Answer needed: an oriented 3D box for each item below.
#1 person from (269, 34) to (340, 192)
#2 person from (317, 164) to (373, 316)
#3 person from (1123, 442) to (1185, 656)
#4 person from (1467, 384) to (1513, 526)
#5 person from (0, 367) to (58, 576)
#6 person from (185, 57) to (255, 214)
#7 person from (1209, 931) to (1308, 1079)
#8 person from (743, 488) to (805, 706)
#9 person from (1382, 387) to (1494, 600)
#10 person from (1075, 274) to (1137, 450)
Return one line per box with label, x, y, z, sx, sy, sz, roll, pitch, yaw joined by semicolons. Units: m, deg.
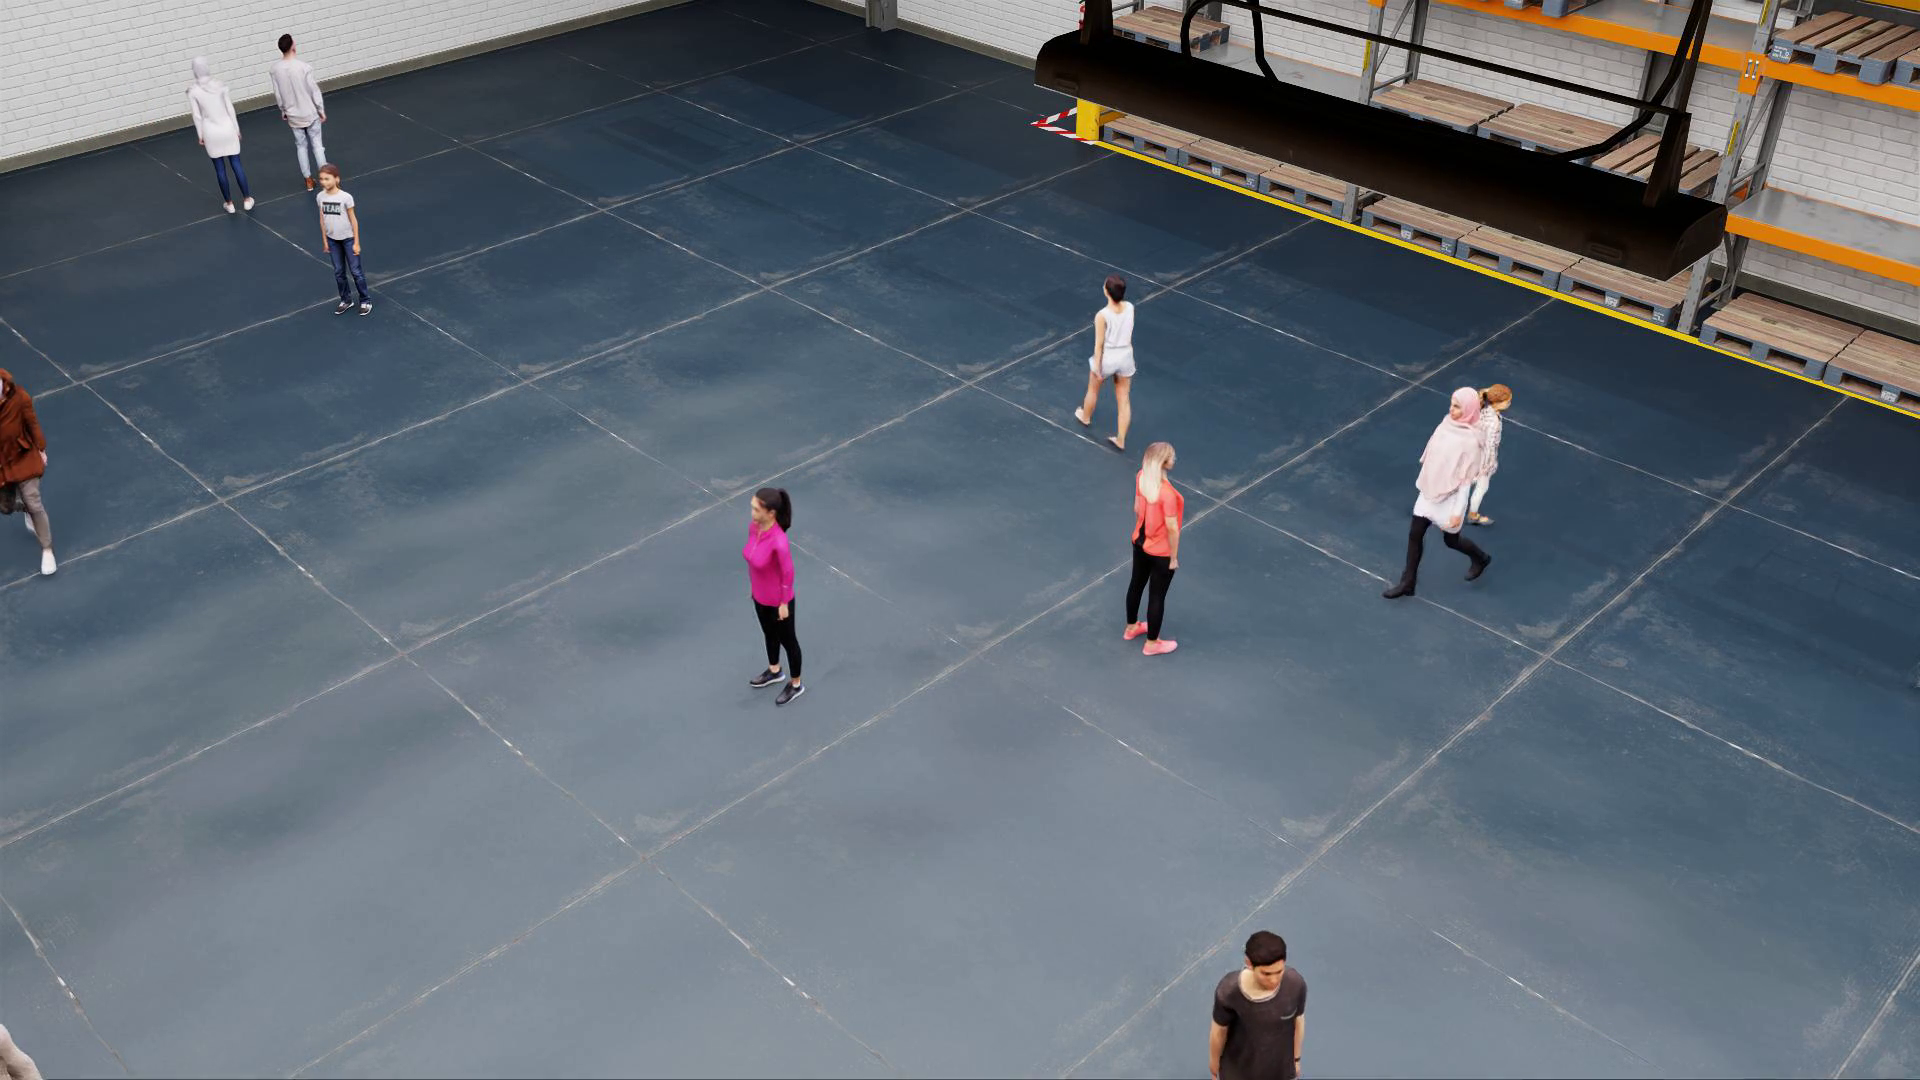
person;-7.674;-4.994;19.409;0.752;1.840;0.814;0;34;0
person;-6.213;-3.036;16.714;0.618;1.562;0.692;4;34;6
person;1.387;0.047;11.957;0.704;1.694;0.553;-18;38;-25
person;4.156;-0.692;13.427;0.812;1.298;0.728;5;34;7
person;-7.363;-0.648;12.892;1.002;1.816;1.190;-11;35;-15
person;-8.402;-4.597;18.869;0.676;1.777;0.641;-15;36;-21
person;1.456;2.505;8.254;0.921;1.699;1.058;-6;34;-9
person;-1.279;0.370;11.467;0.650;1.698;0.514;-25;41;-32
person;3.721;-0.326;12.448;1.022;1.772;1.165;-12;35;-17
person;1.372;-1.514;14.408;0.779;1.581;1.007;-13;36;-19
